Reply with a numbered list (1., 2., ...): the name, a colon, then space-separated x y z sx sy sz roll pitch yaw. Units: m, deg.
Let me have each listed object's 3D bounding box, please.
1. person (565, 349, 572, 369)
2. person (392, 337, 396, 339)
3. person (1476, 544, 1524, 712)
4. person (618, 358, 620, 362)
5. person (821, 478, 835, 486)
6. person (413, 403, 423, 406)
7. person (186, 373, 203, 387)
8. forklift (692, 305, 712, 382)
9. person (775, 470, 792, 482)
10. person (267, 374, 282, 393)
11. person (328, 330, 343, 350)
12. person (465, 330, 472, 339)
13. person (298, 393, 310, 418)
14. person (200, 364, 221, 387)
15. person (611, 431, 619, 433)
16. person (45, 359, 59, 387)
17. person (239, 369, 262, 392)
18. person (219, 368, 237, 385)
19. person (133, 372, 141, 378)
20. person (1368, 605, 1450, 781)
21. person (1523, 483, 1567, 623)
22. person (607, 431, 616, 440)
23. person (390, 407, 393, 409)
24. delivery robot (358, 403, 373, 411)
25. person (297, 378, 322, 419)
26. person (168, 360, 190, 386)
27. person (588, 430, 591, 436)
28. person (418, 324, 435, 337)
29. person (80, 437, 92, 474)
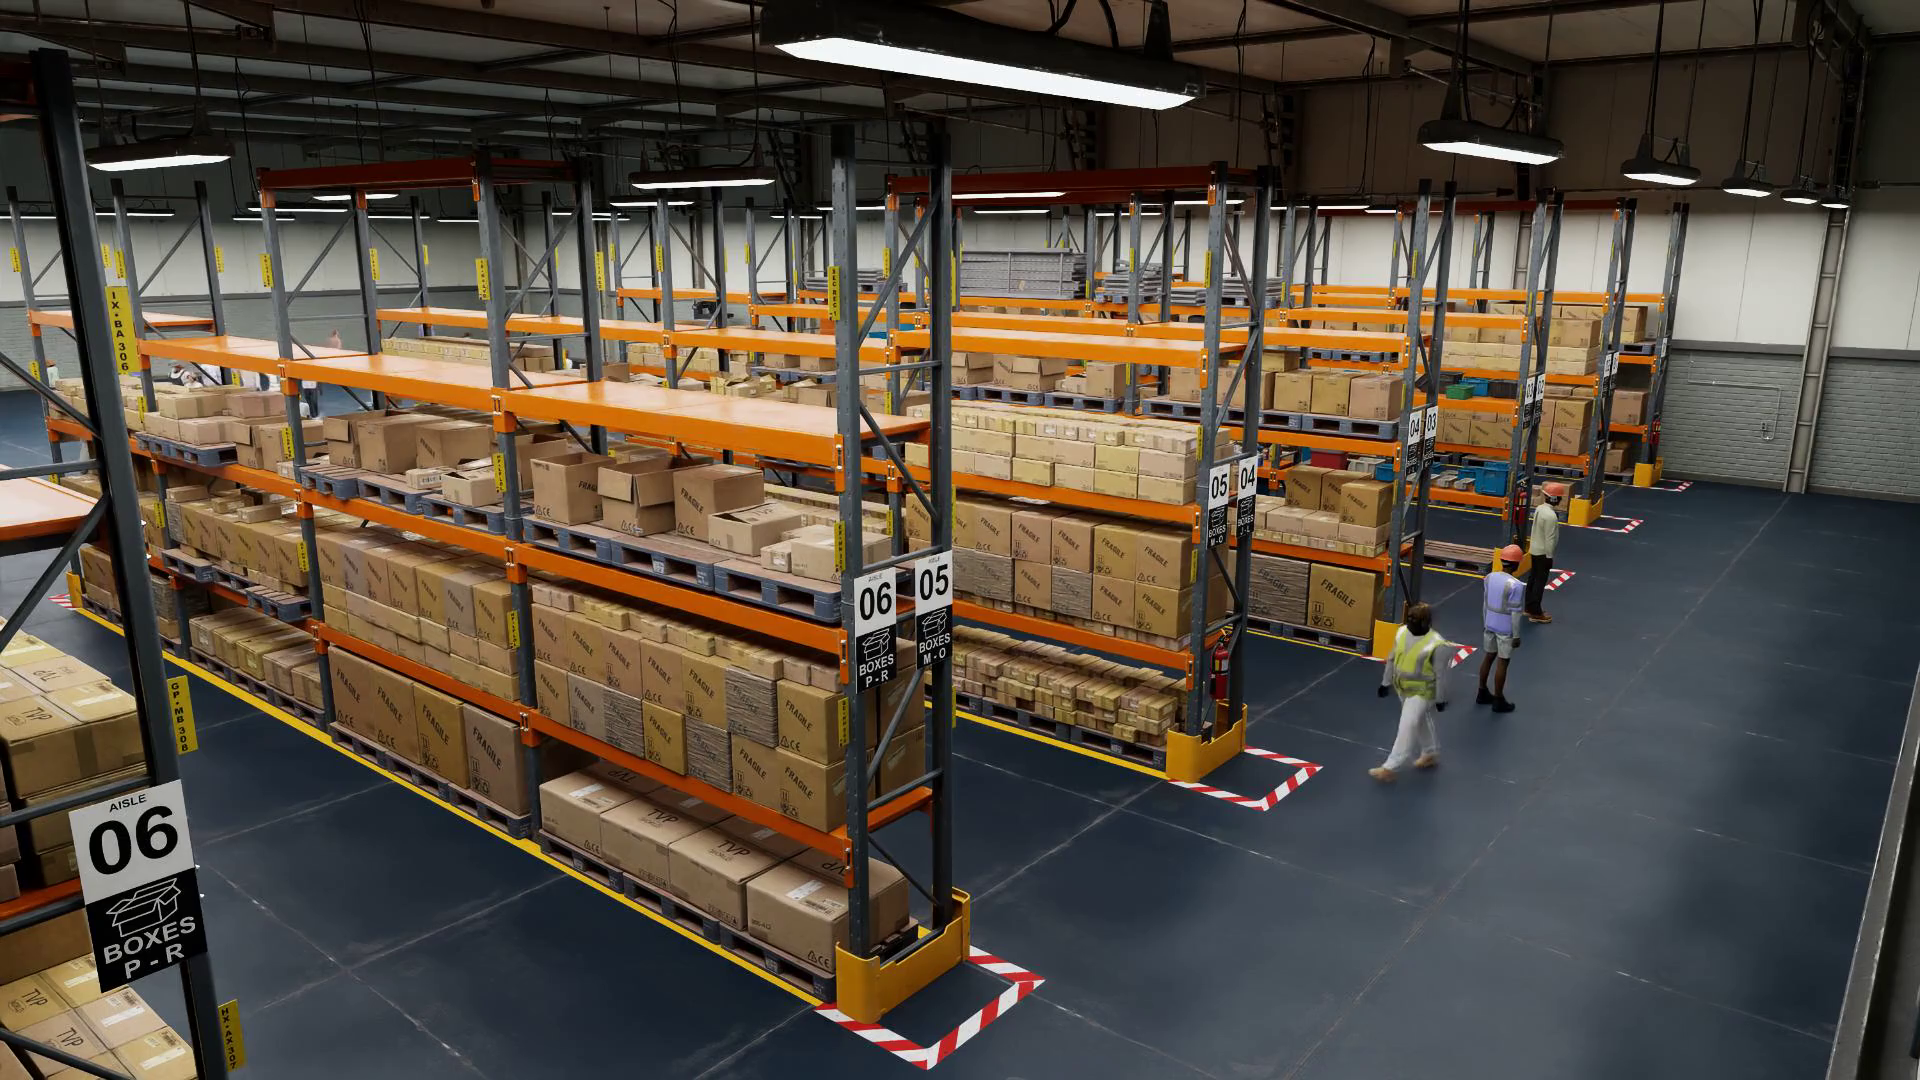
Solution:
1. person: -12.464 -5.121 39.894 0.582 1.831 1.001 4 14 15
2. person: -18.994 -5.871 42.679 0.905 1.960 0.647 12 18 40
3. person: 6.260 0.997 14.522 0.386 1.929 0.548 -4 14 -17
4. person: -9.906 -4.461 37.142 0.377 1.840 0.569 11 18 39
5. person: -2.899 -2.109 27.390 0.712 1.882 0.719 10 17 35
6. person: -12.282 -2.339 28.630 0.864 1.726 0.540 12 18 40
7. person: -21.114 -3.775 34.770 0.524 1.629 0.414 3 14 13
8. forklift: -9.511 -7.392 47.124 1.873 2.768 1.129 11 17 38
9. person: -3.886 -2.117 28.029 0.495 1.583 0.906 -6 15 -24
10. person: -20.607 -4.526 37.952 0.498 1.587 0.859 1 14 2
11. person: -23.366 -6.968 47.433 0.648 1.857 0.987 7 15 27
12. person: -18.566 -7.032 47.764 0.508 1.828 0.560 2 14 8
13. person: -15.319 -2.548 29.245 0.500 1.862 0.331 -4 14 -16
14. person: -22.697 -4.764 38.252 0.704 1.913 0.559 6 15 23
15. person: -9.242 -3.883 34.651 1.054 1.908 0.606 -1 14 -5
16. person: -28.019 -4.791 38.934 0.277 1.632 0.505 -1 14 -4
17. person: -21.452 -4.703 38.108 0.646 1.883 0.874 1 14 5
18. person: -22.694 -4.968 39.048 0.587 1.928 0.382 3 14 14
19. person: -21.645 -3.599 33.448 0.609 1.919 0.854 0 14 -1
20. person: 4.560 1.513 12.686 0.978 1.795 0.620 -5 15 -21
21. person: 8.277 0.165 17.817 0.407 1.986 0.614 2 14 8
22. person: -6.835 -1.343 24.263 0.448 1.874 0.580 13 19 42
23. person: -15.101 -3.356 33.003 0.546 1.643 0.884 7 15 25
24. delivery robot: -17.297 -3.910 36.911 0.698 0.223 0.335 2 14 7
25. person: -18.942 -4.365 36.621 0.633 1.893 0.714 -3 14 -13
26. person: -21.598 -3.996 34.903 0.815 2.000 0.921 2 14 7
27. person: -7.304 -1.416 25.144 0.511 1.582 0.880 -8 16 -29
28. person: -22.775 -8.554 53.858 0.642 1.903 0.399 -3 14 -10
29. person: -19.594 -2.413 28.494 0.941 1.948 0.683 2 14 9
